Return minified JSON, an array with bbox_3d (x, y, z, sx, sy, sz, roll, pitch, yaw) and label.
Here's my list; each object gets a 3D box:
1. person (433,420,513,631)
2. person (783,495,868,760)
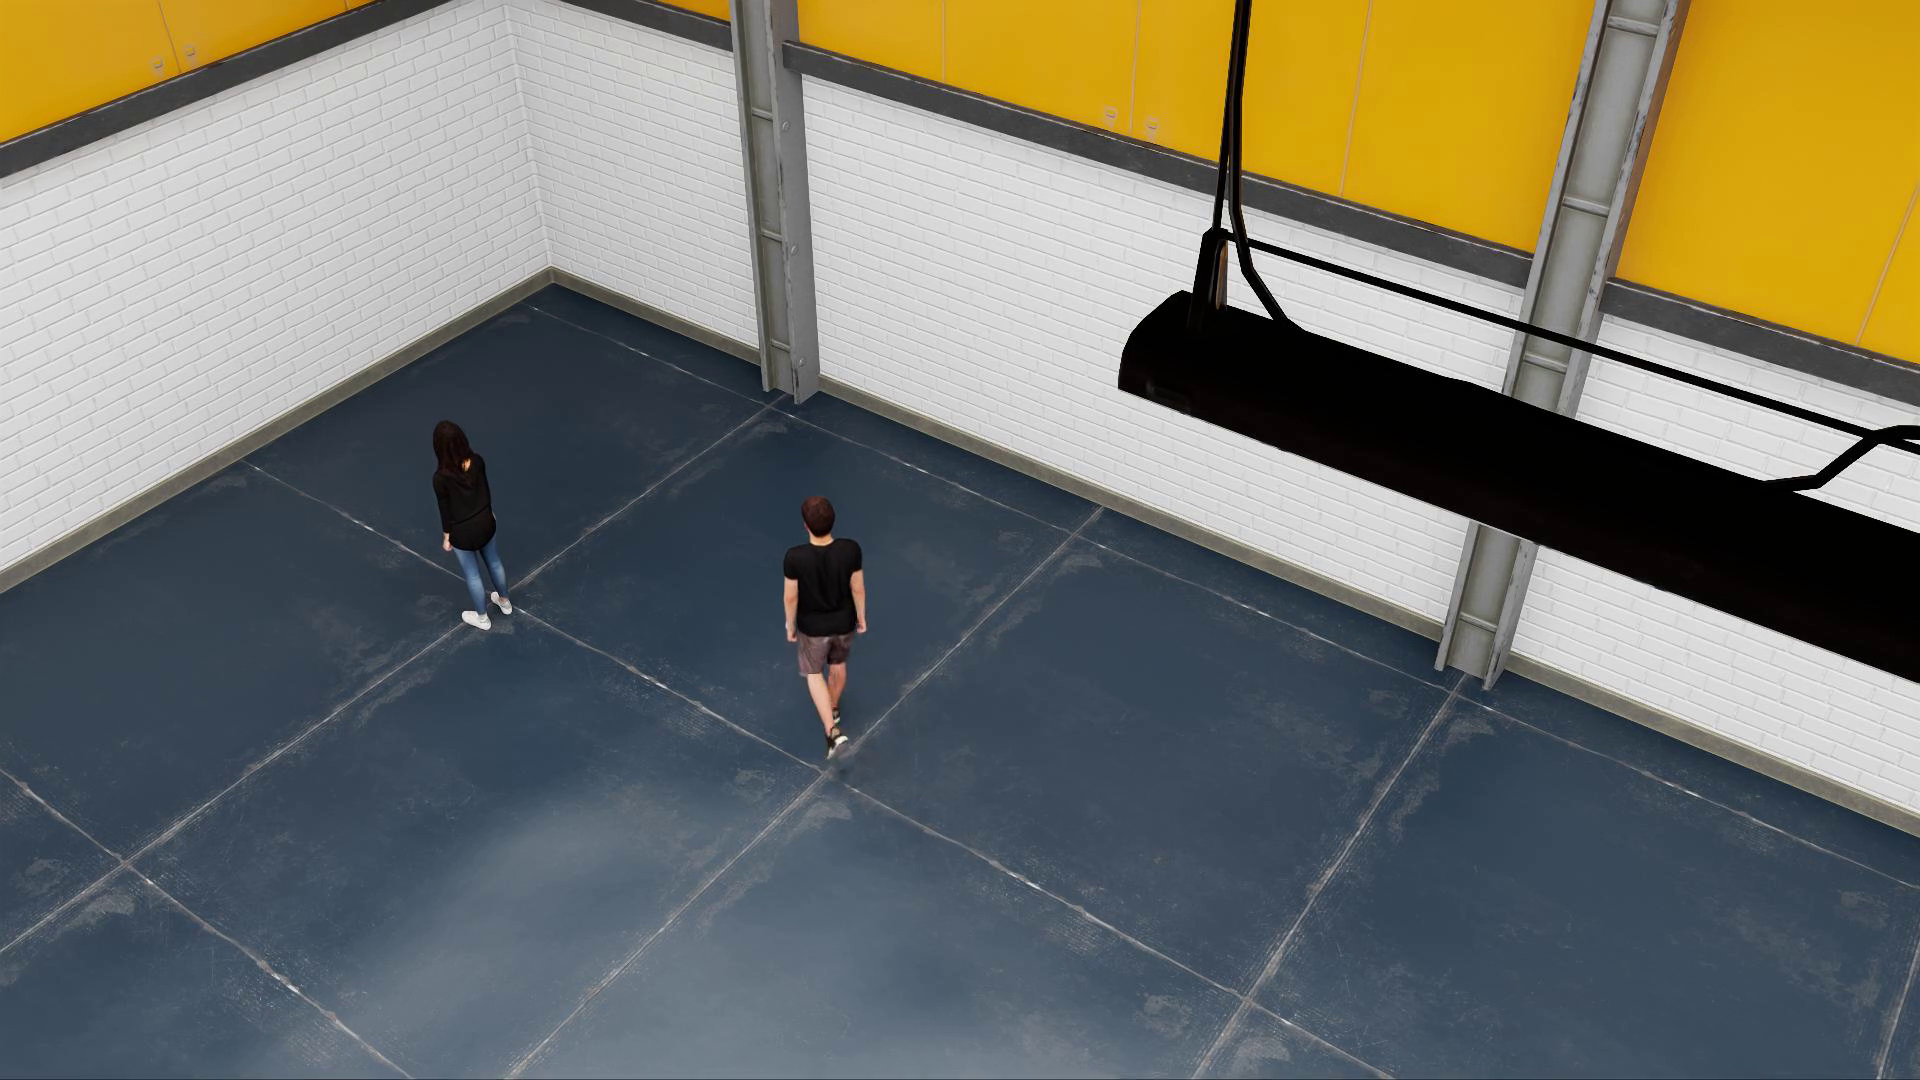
[{"bbox_3d":[-3.326,-0.108,11.290,0.525,1.647,0.584,27,46,30],"label":"person"},{"bbox_3d":[-0.810,0.561,10.294,1.041,1.844,1.149,-10,40,-13],"label":"person"}]
